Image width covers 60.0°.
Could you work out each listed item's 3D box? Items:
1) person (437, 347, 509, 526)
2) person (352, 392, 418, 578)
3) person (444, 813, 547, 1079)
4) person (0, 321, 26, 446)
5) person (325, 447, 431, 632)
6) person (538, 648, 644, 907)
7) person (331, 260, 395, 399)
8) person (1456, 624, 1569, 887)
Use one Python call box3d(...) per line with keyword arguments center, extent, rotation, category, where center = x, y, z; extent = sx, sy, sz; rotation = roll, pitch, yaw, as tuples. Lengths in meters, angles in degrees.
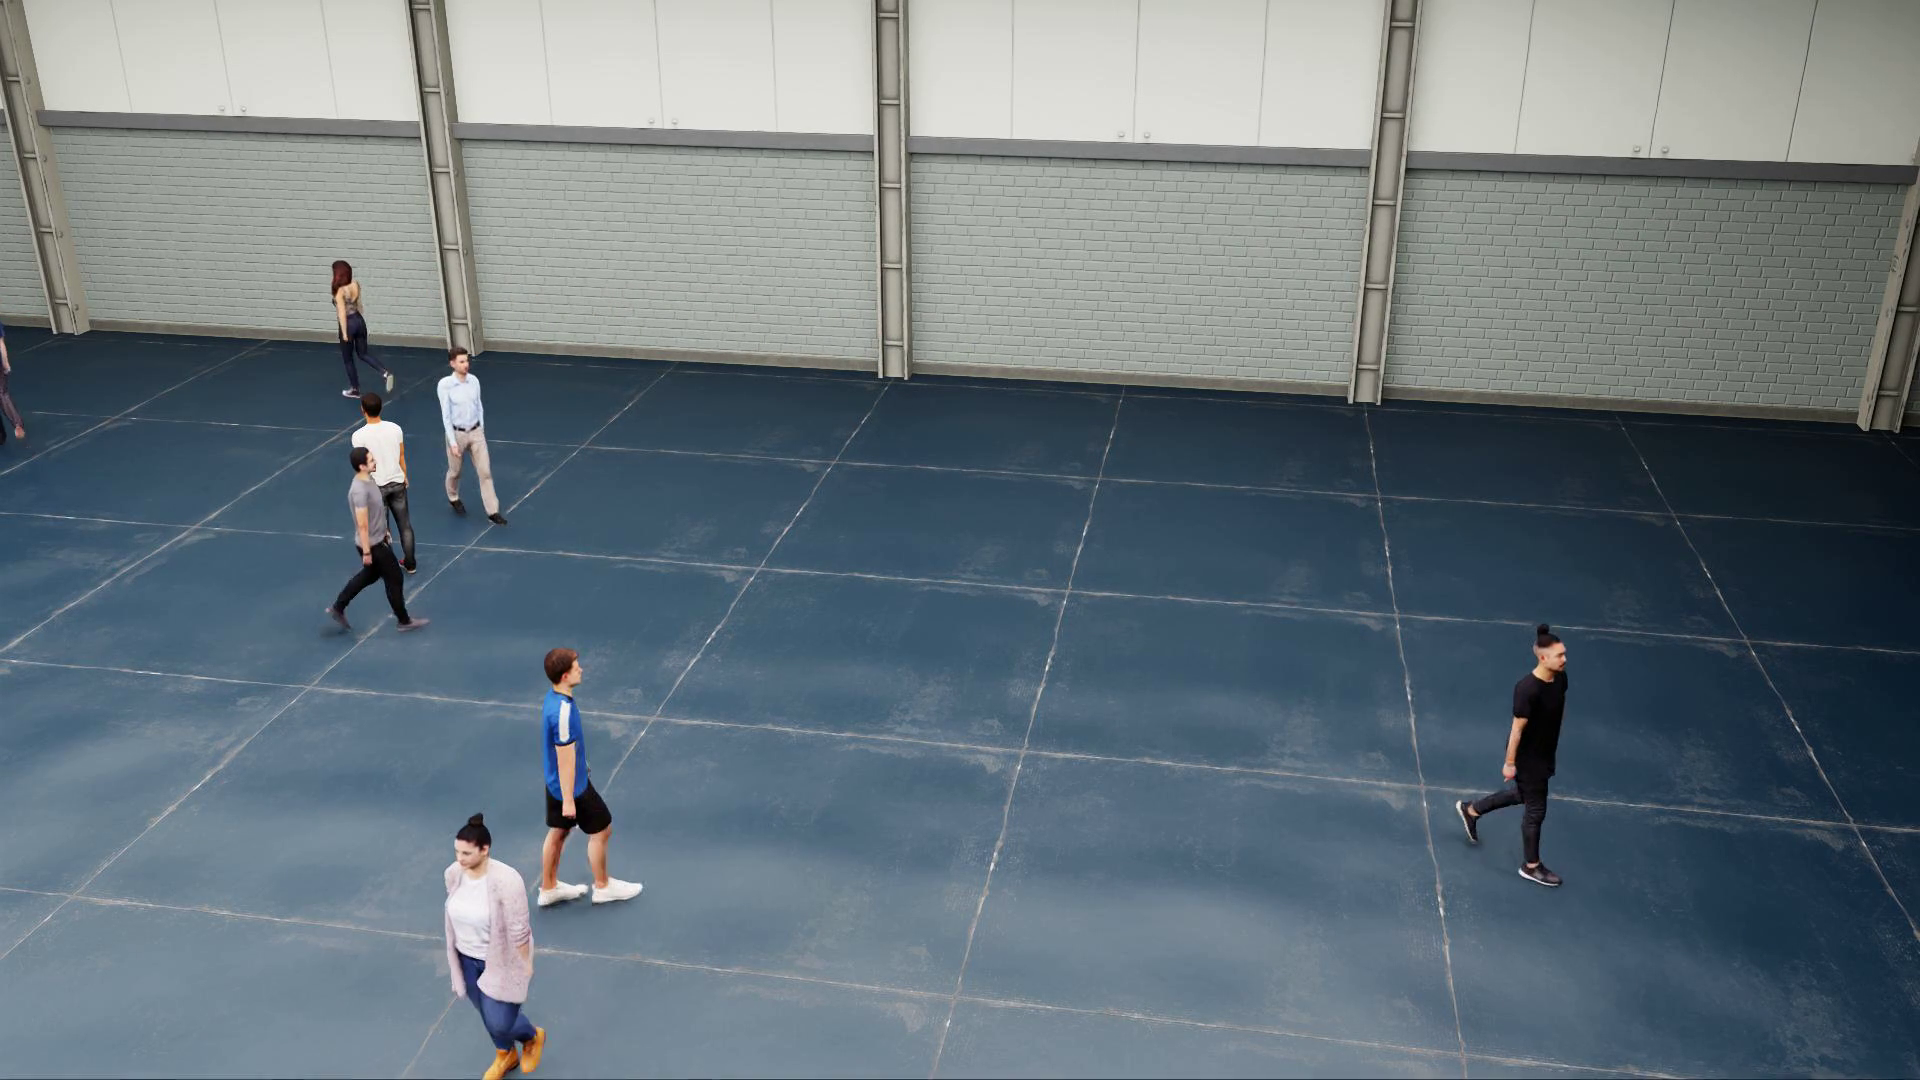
box3d(center=(-5.078, -1.061, 16.890), extent=(1.125, 1.810, 1.251), rotation=(-18, 29, -37), category="person")
box3d(center=(-5.397, -0.519, 15.624), extent=(0.705, 1.803, 0.753), rotation=(-17, 28, -35), category="person")
box3d(center=(-2.528, 2.245, 9.215), extent=(0.741, 1.733, 0.848), rotation=(12, 26, 26), category="person")
box3d(center=(-11.037, -1.943, 18.902), extent=(0.935, 1.858, 0.867), rotation=(21, 31, 40), category="person")
box3d(center=(-5.189, 0.023, 14.444), extent=(1.183, 1.729, 0.971), rotation=(-8, 24, -18), category="person")
box3d(center=(-2.609, 1.566, 10.675), extent=(1.046, 1.839, 0.937), rotation=(-9, 25, -20), category="person")
box3d(center=(-7.413, -2.586, 20.550), extent=(1.014, 1.752, 0.731), rotation=(8, 24, 18), category="person")
box3d(center=(3.749, 1.376, 11.115), extent=(1.203, 1.845, 1.063), rotation=(21, 31, 41), category="person")
